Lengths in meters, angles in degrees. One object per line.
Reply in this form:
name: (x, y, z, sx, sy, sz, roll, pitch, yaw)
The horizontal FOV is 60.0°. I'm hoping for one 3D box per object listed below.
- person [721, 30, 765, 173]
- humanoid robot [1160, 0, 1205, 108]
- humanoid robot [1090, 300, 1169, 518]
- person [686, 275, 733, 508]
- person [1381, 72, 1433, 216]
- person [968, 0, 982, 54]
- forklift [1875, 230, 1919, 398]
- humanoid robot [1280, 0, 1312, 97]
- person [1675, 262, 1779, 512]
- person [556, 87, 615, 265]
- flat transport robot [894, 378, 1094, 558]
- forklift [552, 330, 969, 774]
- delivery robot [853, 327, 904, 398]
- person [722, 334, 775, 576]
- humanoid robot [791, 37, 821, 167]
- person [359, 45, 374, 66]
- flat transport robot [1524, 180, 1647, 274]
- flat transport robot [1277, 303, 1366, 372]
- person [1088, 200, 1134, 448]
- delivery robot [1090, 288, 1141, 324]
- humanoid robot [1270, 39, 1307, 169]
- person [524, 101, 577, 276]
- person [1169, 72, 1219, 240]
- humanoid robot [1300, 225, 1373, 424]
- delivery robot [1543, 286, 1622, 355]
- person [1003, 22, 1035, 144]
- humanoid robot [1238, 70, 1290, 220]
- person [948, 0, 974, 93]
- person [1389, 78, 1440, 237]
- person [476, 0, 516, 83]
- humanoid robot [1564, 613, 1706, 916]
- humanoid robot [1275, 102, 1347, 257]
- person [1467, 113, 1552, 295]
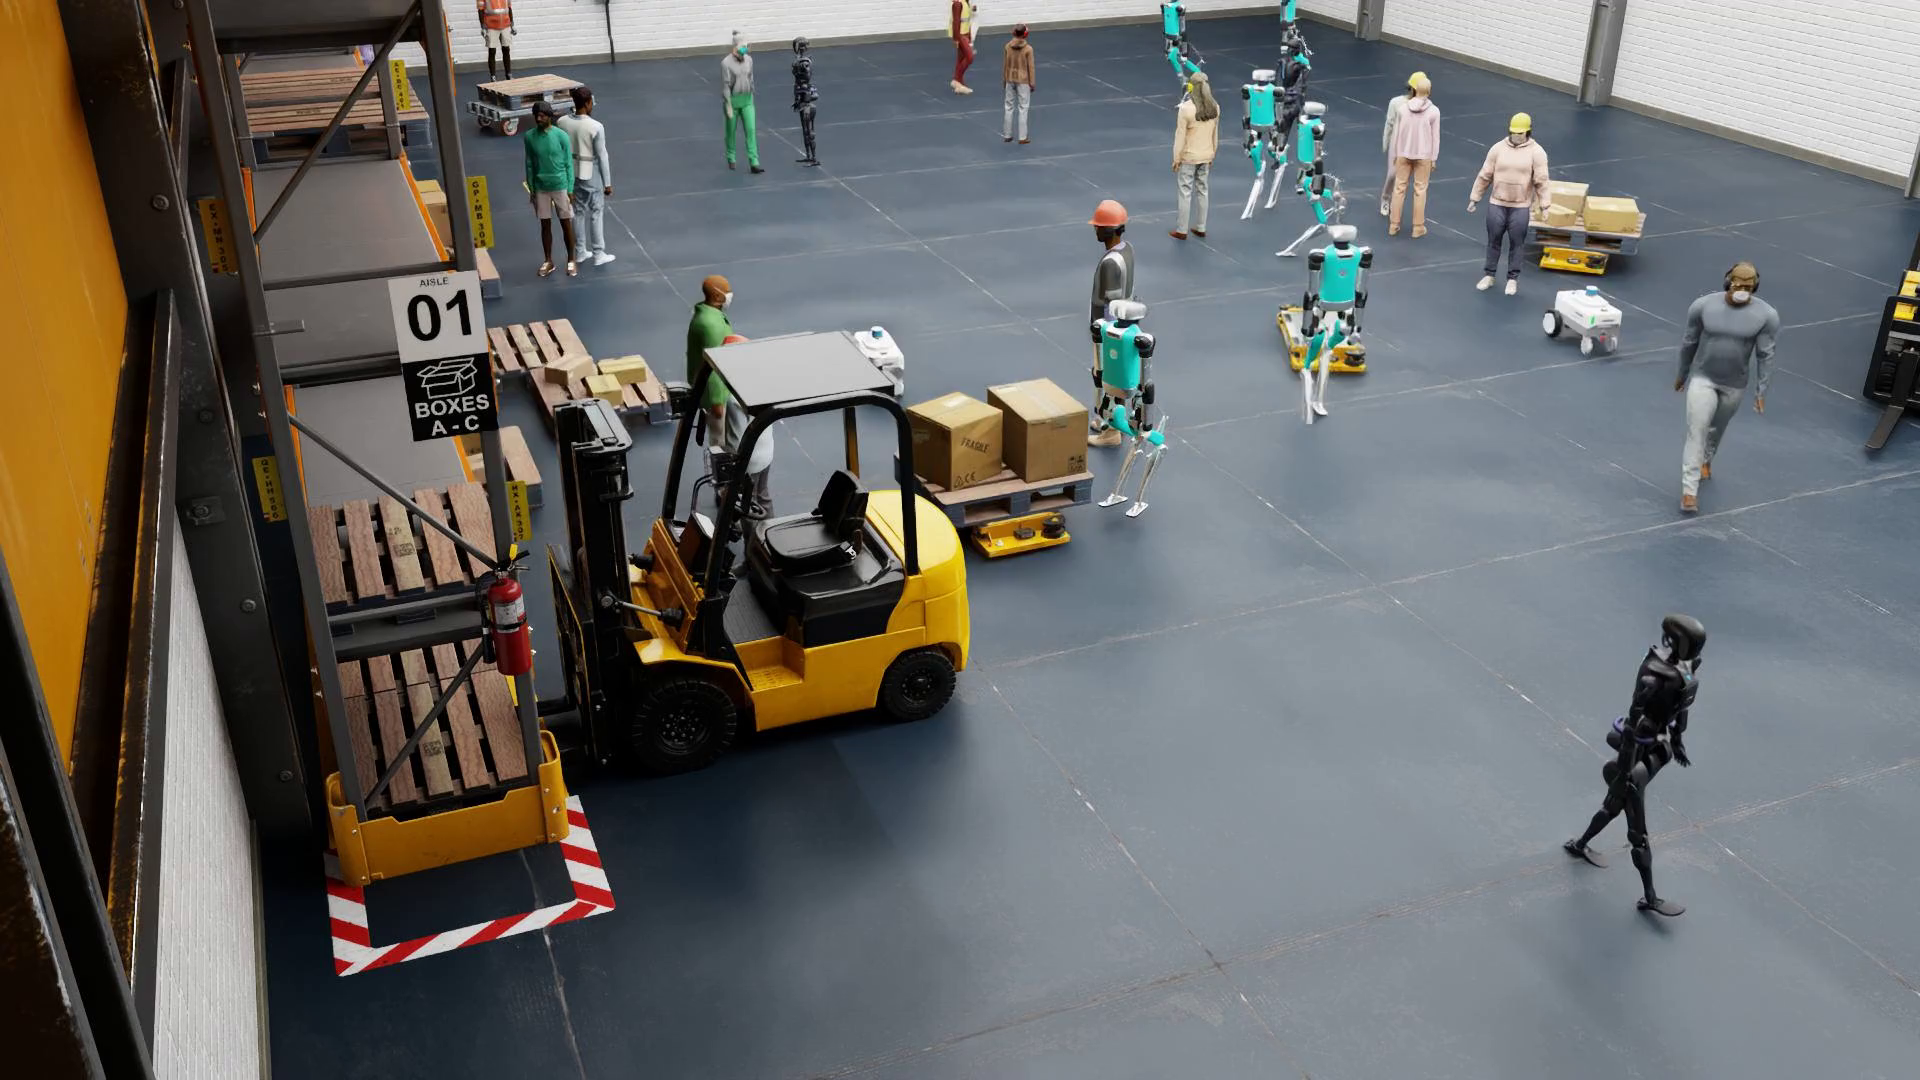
person: (-2.832, -5.667, 21.534, 0.549, 1.810, 0.860, -16, 31, -29)
humanoid robot: (3.371, -7.298, 24.992, 0.752, 1.886, 0.544, -14, 30, -25)
humanoid robot: (1.317, -1.006, 12.205, 0.533, 1.677, 0.735, 23, 35, 38)
person: (-1.835, -1.127, 12.558, 0.451, 1.773, 0.576, -6, 27, -11)
person: (5.259, -4.668, 19.640, 0.520, 1.728, 0.515, 1, 27, 2)
person: (0.131, -9.332, 28.767, 0.472, 1.869, 0.604, -24, 35, -39)
forklift: (9.029, -2.397, 14.618, 1.214, 2.155, 2.313, 18, 32, 32)
humanoid robot: (5.237, -7.627, 25.642, 0.733, 1.895, 0.543, 11, 29, 22)
person: (5.773, -1.214, 12.613, 0.648, 1.886, 1.094, 9, 28, 17)
person: (-4.039, -3.915, 17.955, 0.598, 1.909, 0.400, 11, 29, 21)
flat transport robot: (0.228, -0.284, 12.551, 0.659, 0.231, 1.431, -11, 29, -21)
forklift: (-1.094, 0.010, 9.831, 2.313, 2.155, 1.214, -10, 28, -20)
delivery robot: (-0.743, -1.615, 14.902, 0.499, 0.613, 0.789, -7, 27, -13)
person: (-1.481, -0.586, 11.513, 0.352, 1.742, 0.572, 7, 28, 15)
humanoid robot: (-2.043, -5.771, 21.883, 0.315, 1.657, 0.599, -9, 28, -18)
person: (-9.214, -7.635, 25.482, 0.963, 1.789, 0.574, 2, 27, 5)
flat transport robot: (6.886, -3.252, 18.456, 0.659, 0.231, 1.431, 12, 29, 22)
flat transport robot: (3.426, -1.926, 15.818, 0.659, 0.231, 1.431, 2, 27, 3)
person: (1.194, -1.742, 13.481, 0.391, 2.041, 0.612, 8, 28, 15)
delivery robot: (1.549, -2.501, 16.616, 0.499, 0.570, 0.747, 1, 27, 3)
humanoid robot: (4.297, -5.723, 21.807, 0.549, 1.639, 0.609, -22, 34, -36)
person: (-4.335, -3.732, 17.652, 0.505, 1.848, 0.380, 0, 27, 1)
person: (2.675, -4.343, 18.857, 0.563, 1.868, 0.398, -14, 30, -25)
humanoid robot: (3.075, -1.824, 14.039, 0.540, 1.833, 0.734, -3, 27, -5)
delivery robot: (5.985, -2.133, 15.933, 0.499, 0.614, 0.791, -5, 27, -10)
person: (0.804, -6.309, 23.004, 0.472, 1.644, 0.334, 11, 29, 21)
humanoid robot: (3.661, -4.702, 19.734, 0.550, 1.791, 0.852, 17, 31, 30)
person: (0.047, -7.859, 25.960, 0.445, 1.757, 0.495, 7, 28, 14)
person: (5.173, -4.344, 18.942, 0.525, 1.783, 0.401, 13, 29, 23)
person: (-7.316, -8.144, 26.301, 0.601, 1.965, 0.368, -20, 33, -35)
humanoid robot: (3.475, 1.070, 8.333, 0.604, 1.623, 0.755, -20, 33, -35)
humanoid robot: (4.028, -3.908, 18.188, 1.038, 1.772, 0.535, -6, 27, -13)
person: (5.675, -3.479, 17.143, 0.809, 1.858, 0.438, 14, 30, 26)
